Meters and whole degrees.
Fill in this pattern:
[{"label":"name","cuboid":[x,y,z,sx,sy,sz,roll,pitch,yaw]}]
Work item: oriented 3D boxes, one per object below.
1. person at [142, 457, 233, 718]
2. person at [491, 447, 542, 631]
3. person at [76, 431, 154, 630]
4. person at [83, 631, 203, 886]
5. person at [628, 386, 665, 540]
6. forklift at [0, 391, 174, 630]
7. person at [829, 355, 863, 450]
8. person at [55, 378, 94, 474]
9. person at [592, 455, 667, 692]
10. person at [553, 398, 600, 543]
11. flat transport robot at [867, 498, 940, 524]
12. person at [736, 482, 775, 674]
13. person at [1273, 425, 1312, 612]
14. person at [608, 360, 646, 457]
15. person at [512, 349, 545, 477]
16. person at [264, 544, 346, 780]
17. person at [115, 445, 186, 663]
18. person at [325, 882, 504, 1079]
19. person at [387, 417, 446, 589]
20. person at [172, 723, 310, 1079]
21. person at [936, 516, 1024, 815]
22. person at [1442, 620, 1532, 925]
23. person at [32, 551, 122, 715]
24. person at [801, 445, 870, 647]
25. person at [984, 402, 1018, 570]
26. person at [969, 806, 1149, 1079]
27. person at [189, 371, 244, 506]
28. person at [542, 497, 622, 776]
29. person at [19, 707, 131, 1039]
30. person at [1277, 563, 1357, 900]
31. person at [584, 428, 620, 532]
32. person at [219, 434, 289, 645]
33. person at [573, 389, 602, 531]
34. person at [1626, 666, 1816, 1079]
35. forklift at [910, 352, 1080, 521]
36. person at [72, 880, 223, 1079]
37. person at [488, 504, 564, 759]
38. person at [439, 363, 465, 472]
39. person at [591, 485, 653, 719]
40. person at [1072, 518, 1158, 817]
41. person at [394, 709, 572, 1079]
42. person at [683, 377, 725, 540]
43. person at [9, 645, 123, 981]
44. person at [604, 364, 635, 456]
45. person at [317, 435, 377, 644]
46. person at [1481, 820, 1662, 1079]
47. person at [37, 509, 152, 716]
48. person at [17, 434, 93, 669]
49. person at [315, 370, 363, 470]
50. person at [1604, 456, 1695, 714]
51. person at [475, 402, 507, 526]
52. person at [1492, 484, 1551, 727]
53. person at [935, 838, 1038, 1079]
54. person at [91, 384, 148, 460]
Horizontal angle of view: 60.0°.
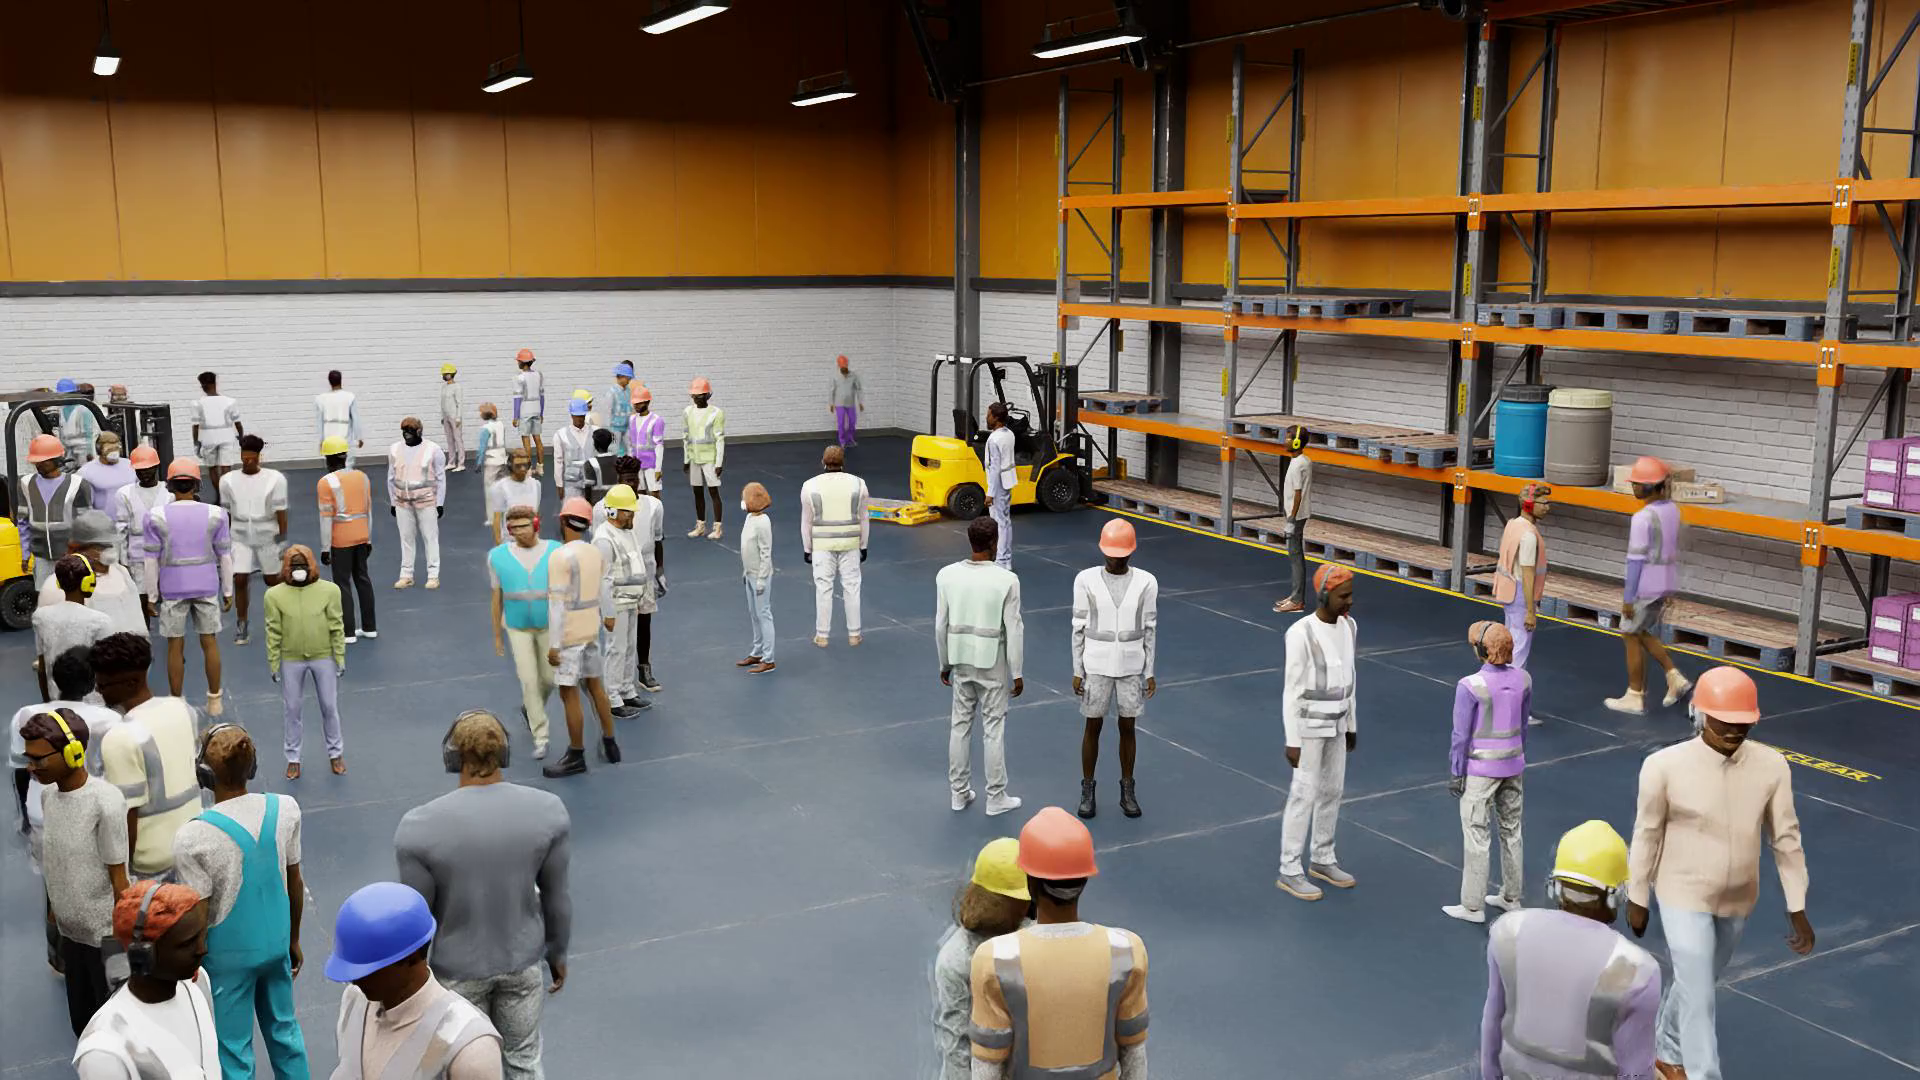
[{"label":"person","cuboid":[-5.898,0.377,12.747,0.613,2.028,0.409,-6,12,-31]},{"label":"person","cuboid":[-4.118,0.017,15.498,0.514,1.795,0.982,-8,12,-37]},{"label":"person","cuboid":[-7.928,-0.072,15.613,0.382,1.930,0.636,8,12,37]},{"label":"person","cuboid":[-3.626,1.341,7.422,0.549,1.941,0.699,2,10,9]},{"label":"person","cuboid":[-3.894,-0.933,20.553,0.543,1.931,0.387,6,12,32]},{"label":"forklift","cuboid":[-9.026,-0.363,16.508,1.214,2.155,2.313,6,11,29]},{"label":"person","cuboid":[-2.095,-2.501,30.182,0.609,1.720,0.607,-3,10,-17]},{"label":"person","cuboid":[-11.660,-1.172,21.937,0.644,1.922,0.476,3,10,16]},{"label":"person","cuboid":[-2.665,0.279,13.470,0.610,1.964,0.366,-6,11,-31]},{"label":"person","cuboid":[-4.310,-0.657,18.956,0.600,1.940,0.407,-4,11,-23]},{"label":"flat transport robot","cuboid":[-1.036,-0.404,22.272,1.431,0.197,0.652,6,12,33]},{"label":"person","cuboid":[-1.743,0.316,14.208,0.287,1.635,0.499,-5,11,-24]},{"label":"person","cuboid":[3.328,-0.216,16.585,0.328,1.876,0.514,3,10,18]},{"label":"person","cuboid":[-5.130,-1.824,25.746,0.590,1.911,0.401,1,10,6]},{"label":"person","cuboid":[-6.867,-2.014,26.441,0.365,2.048,0.607,7,12,34]},{"label":"person","cuboid":[-4.445,0.824,11.326,0.500,1.623,0.305,-4,11,-20]},{"label":"person","cuboid":[-6.964,0.139,14.362,0.551,1.934,0.372,-4,11,-20]},{"label":"person","cuboid":[-1.492,1.844,4.544,0.604,1.938,0.402,6,12,32]},{"label":"person","cuboid":[-5.783,-0.393,17.697,0.624,1.845,0.430,1,10,6]},{"label":"person","cuboid":[-2.713,1.587,6.291,0.345,1.846,0.508,6,11,30]},{"label":"person","cuboid":[0.123,0.799,10.615,0.597,1.916,0.370,5,11,27]},{"label":"person","cuboid":[2.840,1.240,8.918,0.513,1.631,0.318,-5,11,-27]},{"label":"person","cuboid":[-5.104,0.995,9.668,0.510,1.861,0.324,1,10,8]},{"label":"person","cuboid":[-1.134,0.057,15.112,0.626,1.844,0.429,-2,10,-11]},{"label":"person","cuboid":[0.439,-0.577,18.530,0.392,1.922,0.590,3,10,17]},{"label":"person","cuboid":[0.287,1.755,5.060,0.553,1.934,0.366,-2,10,-11]},{"label":"person","cuboid":[-10.237,-1.365,23.002,0.714,1.936,0.586,-4,11,-23]},{"label":"person","cuboid":[-2.638,0.664,11.487,0.400,1.892,0.671,4,11,21]},{"label":"person","cuboid":[-3.398,1.554,6.463,0.519,1.856,0.351,6,11,31]},{"label":"person","cuboid":[2.010,1.052,9.289,0.590,1.877,0.350,-9,13,-42]},{"label":"person","cuboid":[-3.845,-0.370,18.016,0.368,1.691,0.536,9,13,41]},{"label":"person","cuboid":[-6.520,-0.043,15.424,0.628,1.938,0.726,-2,10,-11]},{"label":"person","cuboid":[-4.811,-1.029,21.411,0.403,1.825,0.586,1,10,4]},{"label":"person","cuboid":[3.069,1.464,6.693,0.629,1.937,1.008,-1,10,-6]},{"label":"forklift","cuboid":[0.460,-1.461,22.833,2.313,2.155,1.214,-5,11,-28]},{"label":"person","cuboid":[-2.215,1.855,4.657,0.350,1.879,0.576,0,10,1]},{"label":"person","cuboid":[-3.061,0.624,11.956,0.599,1.810,0.675,-3,10,-18]},{"label":"person","cuboid":[-8.309,-1.997,27.154,0.525,1.769,0.310,8,13,39]},{"label":"person","cuboid":[-2.608,0.472,12.797,0.403,1.817,0.601,1,10,8]},{"label":"person","cuboid":[0.979,0.810,10.525,0.543,1.928,0.374,0,10,-1]},{"label":"person","cuboid":[-1.743,1.573,6.139,0.636,1.931,0.377,-6,11,-30]},{"label":"person","cuboid":[-3.201,-1.005,20.678,0.608,2.036,0.409,6,11,29]},{"label":"person","cuboid":[-4.326,1.354,8.146,0.558,1.673,0.364,-2,10,-11]},{"label":"person","cuboid":[-5.052,-1.652,24.737,0.443,1.917,0.668,6,11,29]},{"label":"person","cuboid":[-5.669,-0.007,15.305,0.434,1.911,0.594,4,11,23]},{"label":"person","cuboid":[1.877,1.792,5.294,0.858,1.801,0.597,-9,13,-42]},{"label":"person","cuboid":[-5.222,0.811,10.195,0.535,2.000,0.680,2,10,13]},{"label":"person","cuboid":[-7.760,0.104,14.282,0.605,2.036,0.393,-1,10,-8]},{"label":"person","cuboid":[-8.924,-1.493,23.870,0.603,1.900,0.716,1,10,5]},{"label":"person","cuboid":[5.330,0.367,12.798,0.627,2.023,0.532,-9,13,-41]},{"label":"person","cuboid":[-6.113,-0.998,21.801,0.343,1.627,0.525,1,10,8]},{"label":"person","cuboid":[4.258,0.481,12.665,0.373,1.840,0.572,1,10,6]},{"label":"person","cuboid":[0.157,1.808,5.425,0.499,1.704,0.857,-8,13,-38]},{"label":"person","cuboid":[-10.752,-1.051,21.339,0.691,1.886,0.769,-5,11,-25]}]
